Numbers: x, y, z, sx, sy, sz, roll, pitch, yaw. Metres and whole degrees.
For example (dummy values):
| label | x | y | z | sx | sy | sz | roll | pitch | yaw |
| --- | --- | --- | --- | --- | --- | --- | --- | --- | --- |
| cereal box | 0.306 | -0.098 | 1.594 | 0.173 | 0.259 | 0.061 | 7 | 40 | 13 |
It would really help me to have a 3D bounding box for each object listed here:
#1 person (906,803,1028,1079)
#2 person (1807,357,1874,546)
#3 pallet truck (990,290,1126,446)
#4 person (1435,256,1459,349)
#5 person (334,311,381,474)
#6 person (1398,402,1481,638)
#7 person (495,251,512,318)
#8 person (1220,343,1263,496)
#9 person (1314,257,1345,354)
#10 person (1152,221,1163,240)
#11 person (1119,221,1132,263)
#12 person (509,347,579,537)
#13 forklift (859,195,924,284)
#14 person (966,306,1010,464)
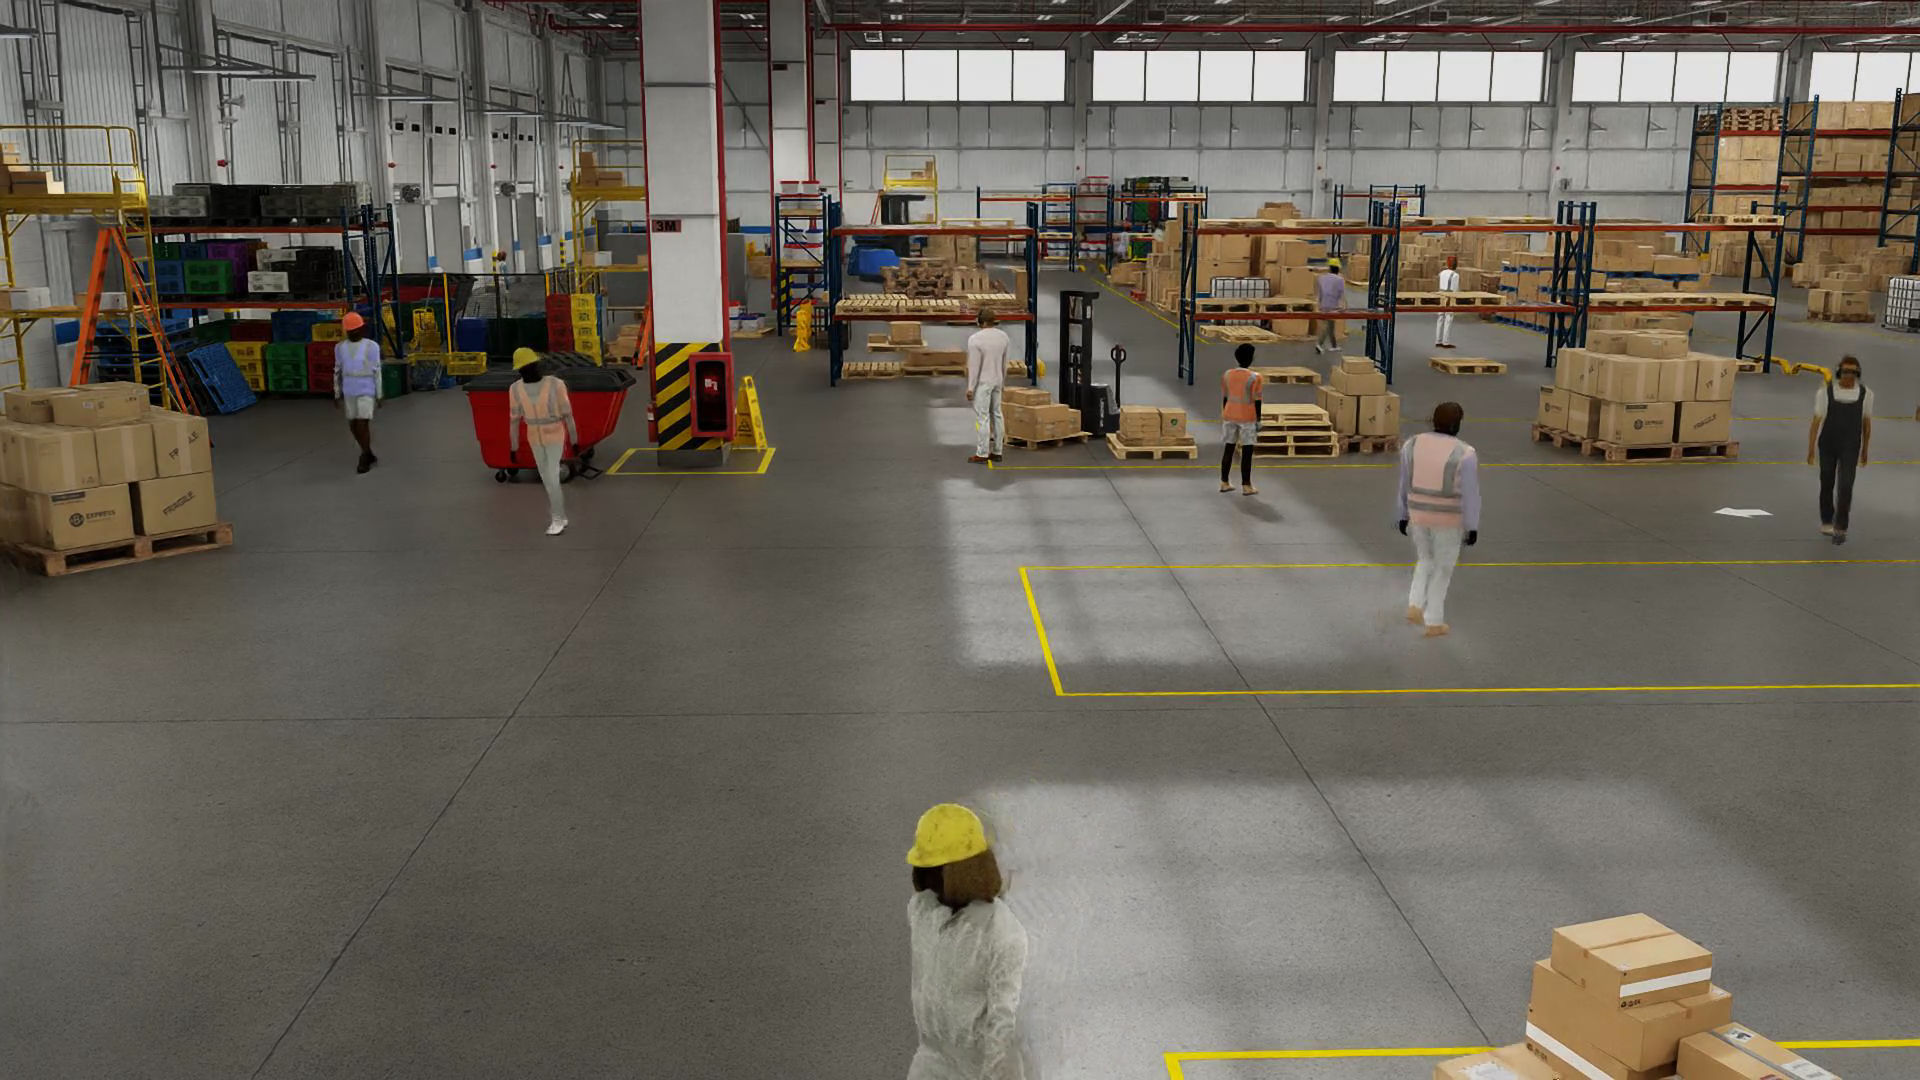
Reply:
| label | x | y | z | sx | sy | sz | roll | pitch | yaw |
| --- | --- | --- | --- | --- | --- | --- | --- | --- | --- |
| person | -0.014 | 1.620 | 5.104 | 0.491 | 1.695 | 0.905 | 10 | 16 | 38 |
| person | 8.513 | -0.869 | 16.108 | 0.534 | 1.792 | 0.984 | 6 | 14 | 24 |
| pallet truck | 1.257 | -2.299 | 22.111 | 1.885 | 1.965 | 0.823 | -9 | 15 | -35 |
| person | 9.910 | -4.818 | 33.773 | 0.353 | 1.877 | 0.570 | -5 | 13 | -22 |
| person | -7.189 | -1.768 | 19.885 | 0.558 | 1.927 | 0.542 | 0 | 12 | 2 |
| person | 3.692 | -0.153 | 12.800 | 0.450 | 1.829 | 0.659 | -12 | 17 | -42 |
| person | -11.237 | -6.261 | 40.839 | 0.313 | 1.634 | 0.515 | -10 | 16 | -39 |
| person | 3.130 | -1.344 | 18.507 | 0.535 | 1.691 | 0.321 | 12 | 17 | 42 |
| person | 7.320 | -4.643 | 32.945 | 0.915 | 1.897 | 0.599 | -10 | 16 | -39 |
| person | 6.757 | -9.900 | 56.617 | 0.499 | 1.918 | 0.640 | 3 | 13 | 15 |
| person | 5.513 | -9.749 | 55.949 | 0.619 | 1.914 | 0.558 | -2 | 13 | -11 |
| person | -4.117 | -0.977 | 16.417 | 0.625 | 1.867 | 0.698 | 3 | 13 | 12 |
| forklift | -2.239 | -9.685 | 53.448 | 1.873 | 2.768 | 1.129 | -7 | 14 | -29 |
| person | 0.326 | -1.899 | 20.438 | 0.632 | 1.940 | 0.372 | -12 | 17 | -43 |
